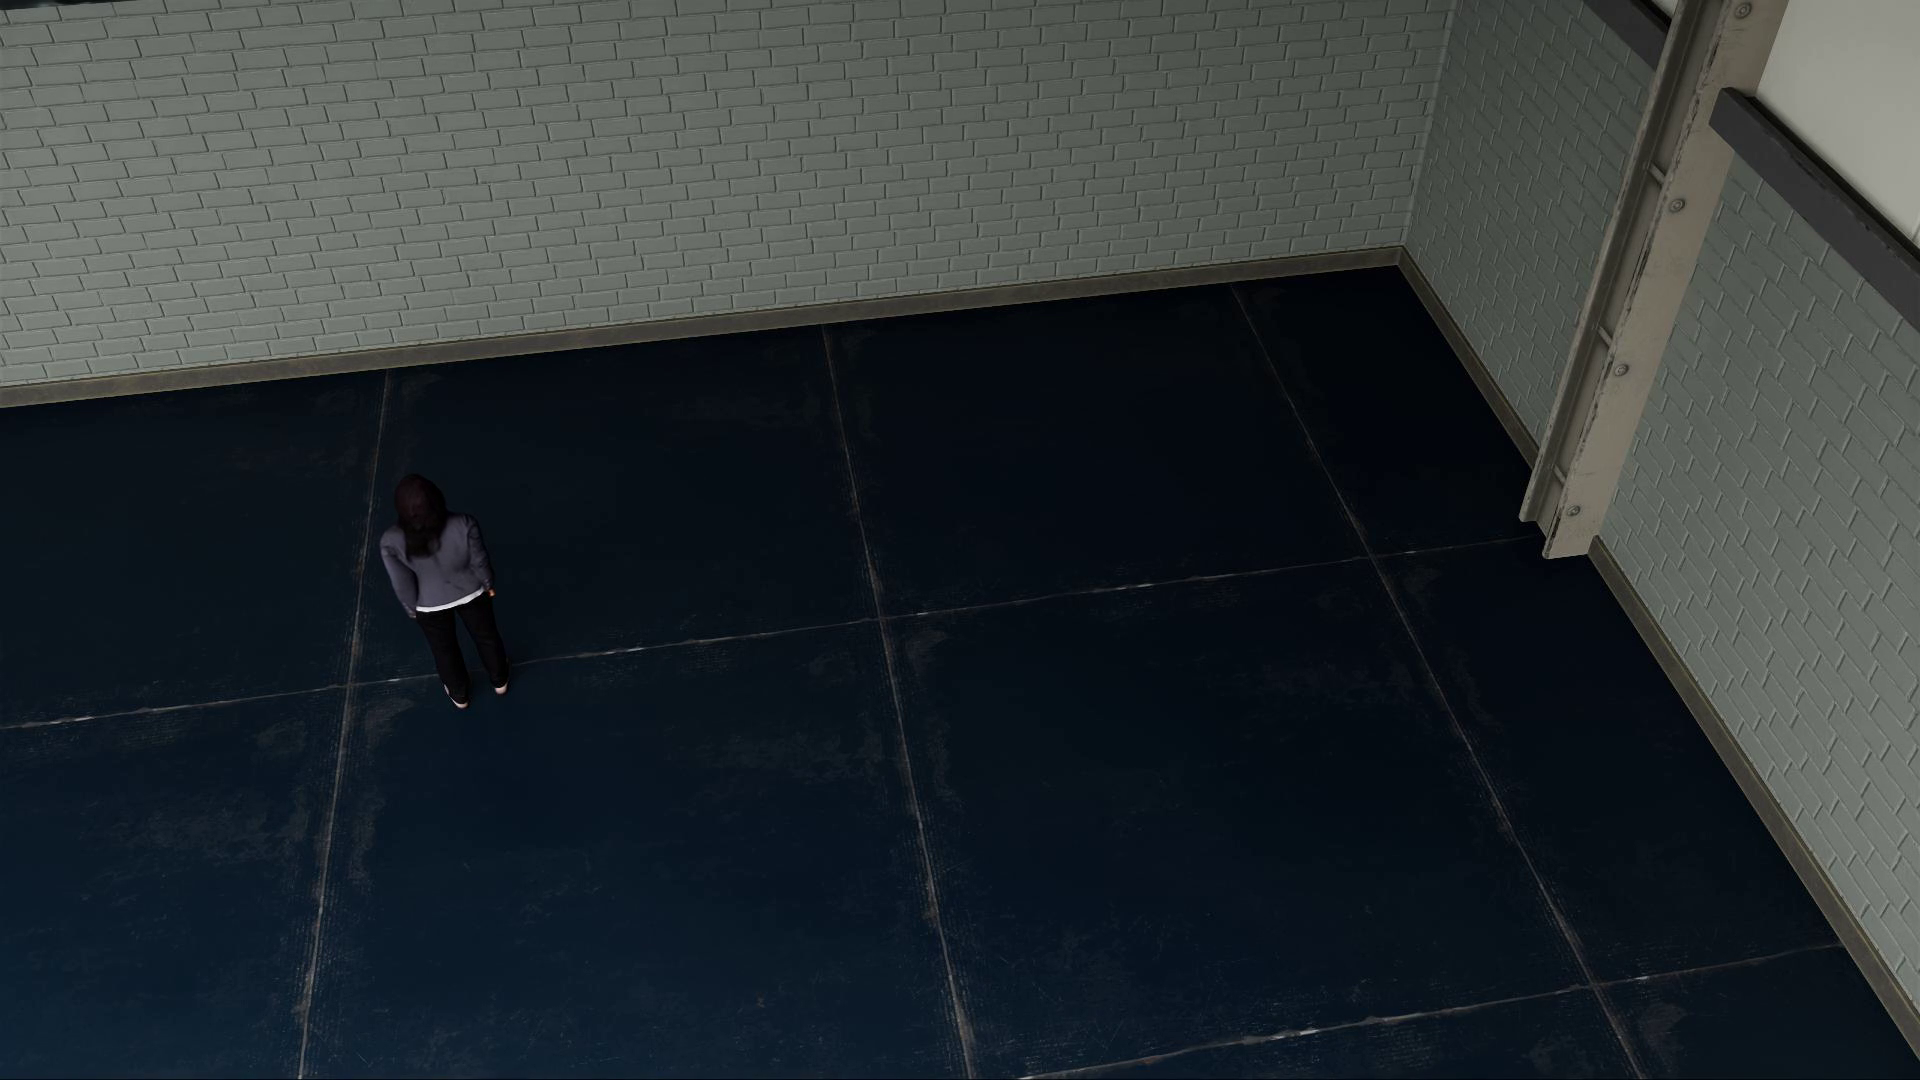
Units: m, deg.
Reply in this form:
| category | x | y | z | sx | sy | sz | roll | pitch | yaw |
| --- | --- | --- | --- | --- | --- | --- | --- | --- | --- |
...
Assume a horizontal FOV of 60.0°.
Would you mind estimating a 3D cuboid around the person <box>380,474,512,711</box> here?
| category | x | y | z | sx | sy | sz | roll | pitch | yaw |
| --- | --- | --- | --- | --- | --- | --- | --- | --- | --- |
| person | -2.685 | 0.260 | 8.717 | 0.723 | 1.597 | 0.722 | -15 | 45 | -16 |
